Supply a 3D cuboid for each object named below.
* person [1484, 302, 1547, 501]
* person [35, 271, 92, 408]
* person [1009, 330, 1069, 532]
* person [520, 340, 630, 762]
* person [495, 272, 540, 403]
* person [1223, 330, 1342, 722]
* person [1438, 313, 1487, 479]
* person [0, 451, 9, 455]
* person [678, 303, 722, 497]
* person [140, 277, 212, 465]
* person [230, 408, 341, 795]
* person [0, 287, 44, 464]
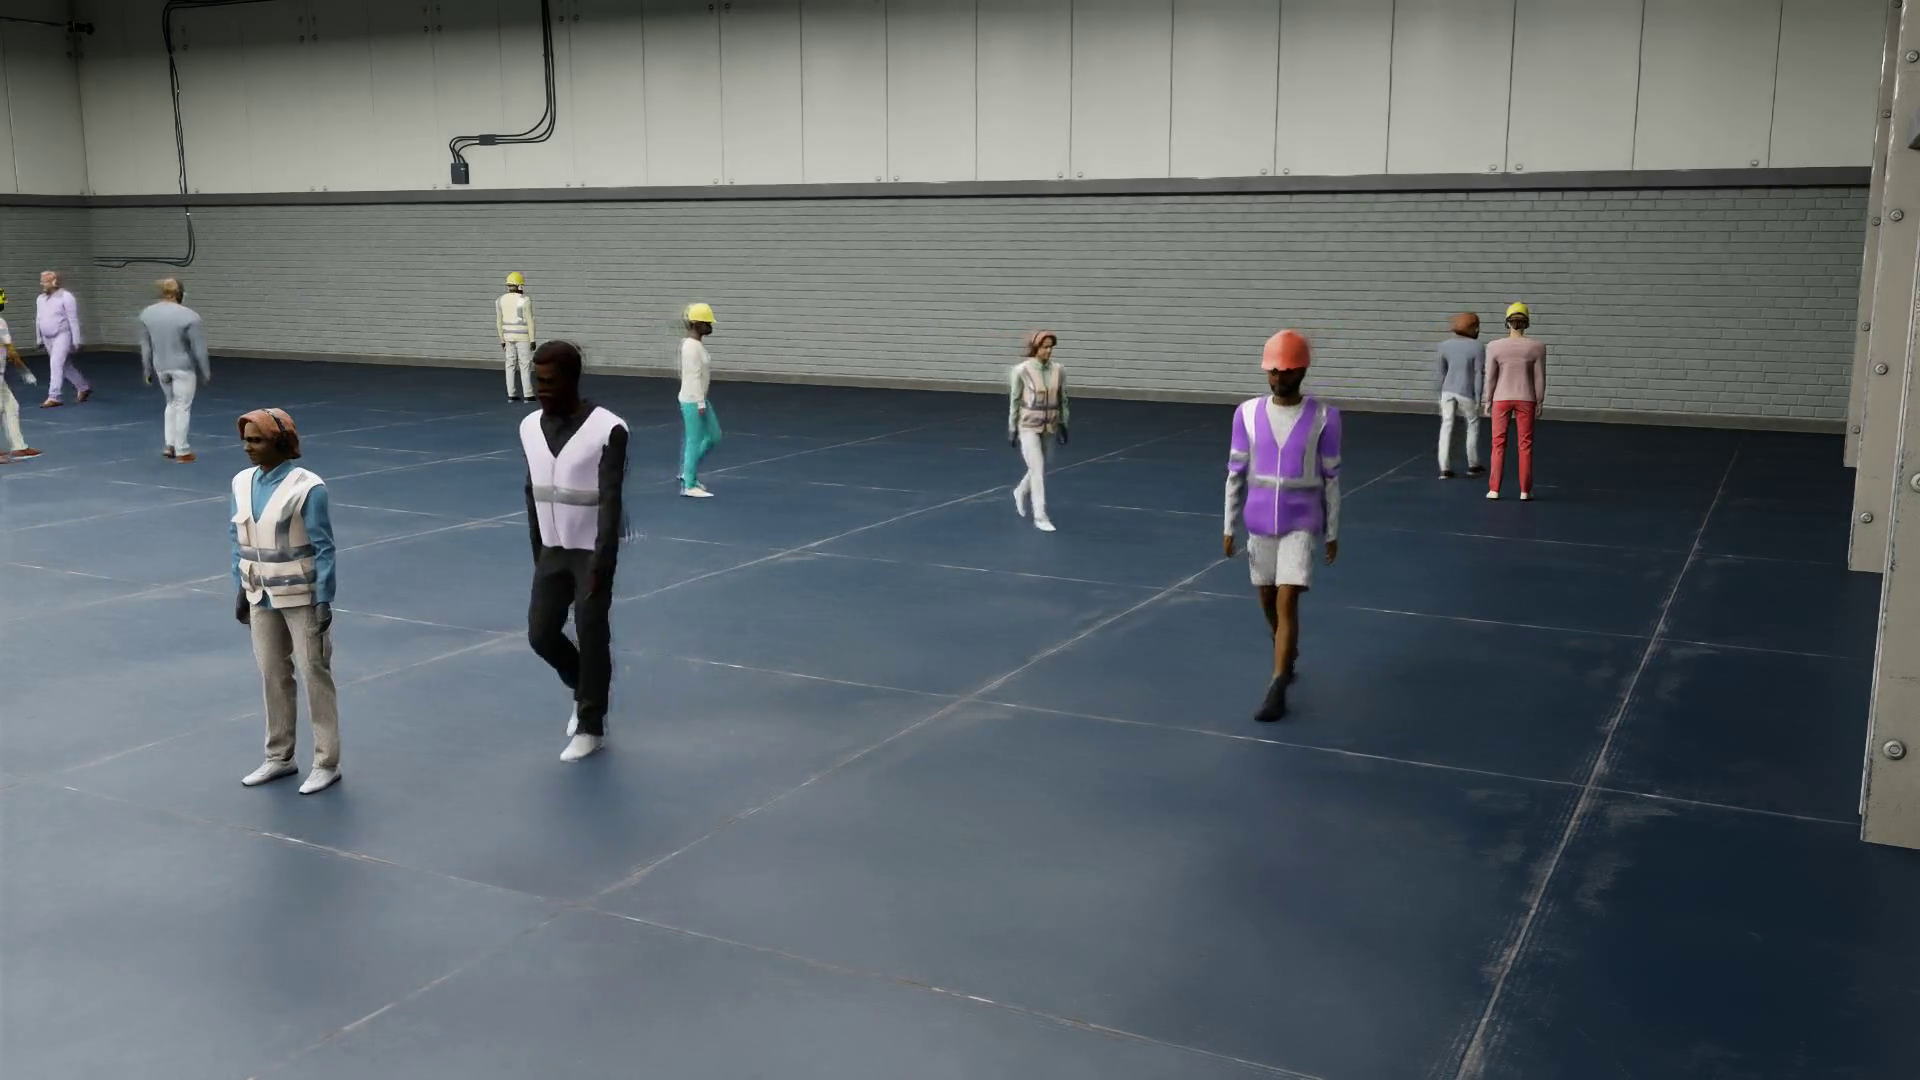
[{"bbox_3d":[4.912,-1.219,14.754,0.522,1.764,0.318,3,11,16],"label":"person"},{"bbox_3d":[-12.497,-2.802,23.106,0.657,1.872,0.947,4,11,21],"label":"person"},{"bbox_3d":[0.603,-0.909,13.497,0.521,1.610,0.758,-6,12,-30],"label":"person"},{"bbox_3d":[-1.723,0.056,7.438,0.592,1.897,0.473,4,11,23],"label":"person"},{"bbox_3d":[-6.211,-2.843,23.408,0.587,1.836,0.403,4,11,20],"label":"person"},{"bbox_3d":[1.632,-0.114,8.371,0.559,1.904,0.957,5,11,24],"label":"person"},{"bbox_3d":[4.914,-1.409,16.200,0.522,1.596,0.757,10,14,43],"label":"person"},{"bbox_3d":[-10.589,-1.783,17.504,0.658,1.884,0.775,8,13,37],"label":"person"},{"bbox_3d":[-2.336,-1.241,14.917,0.376,1.752,0.531,0,10,2],"label":"person"},{"bbox_3d":[-8.044,-1.741,17.150,0.665,1.924,0.492,2,11,8],"label":"person"},{"bbox_3d":[-2.855,0.258,7.034,0.523,1.638,0.310,4,11,23],"label":"person"},{"bbox_3d":[-9.888,-1.709,17.193,0.561,1.842,0.759,9,14,41],"label":"person"}]
